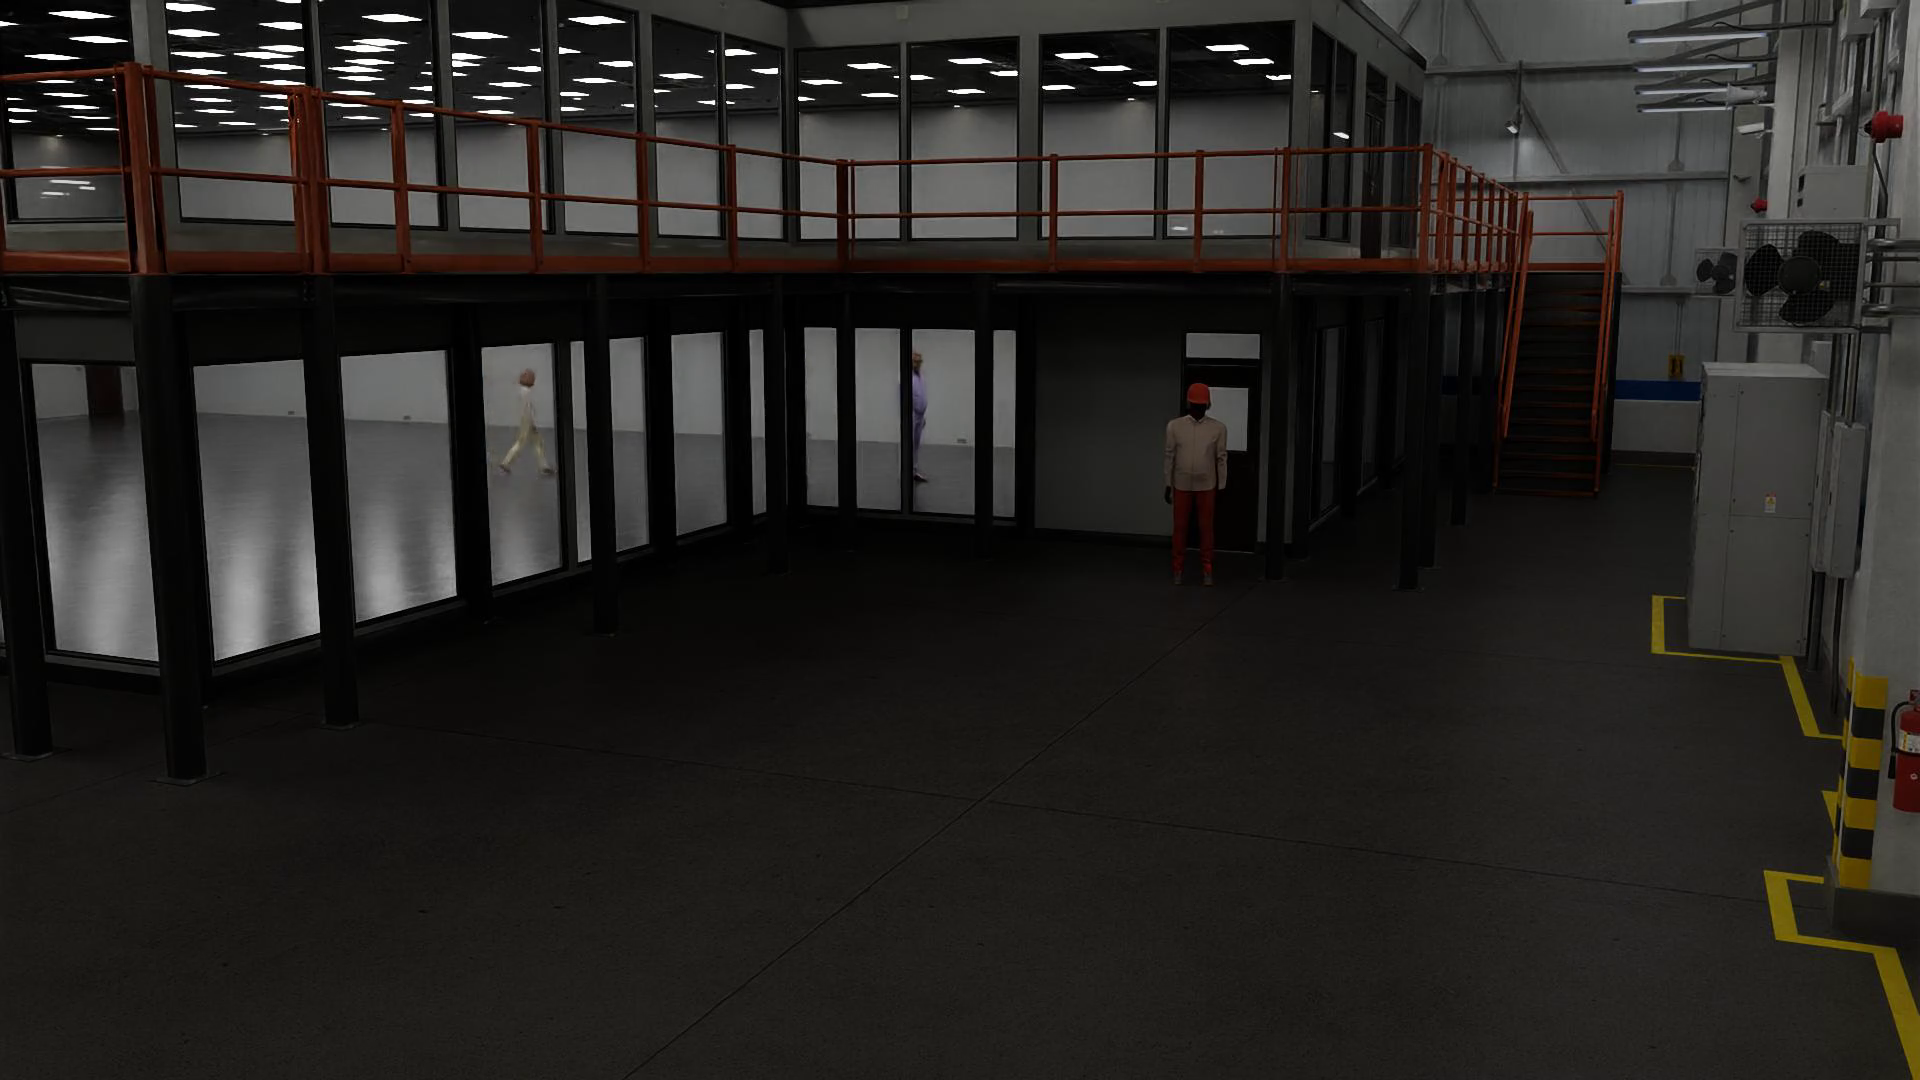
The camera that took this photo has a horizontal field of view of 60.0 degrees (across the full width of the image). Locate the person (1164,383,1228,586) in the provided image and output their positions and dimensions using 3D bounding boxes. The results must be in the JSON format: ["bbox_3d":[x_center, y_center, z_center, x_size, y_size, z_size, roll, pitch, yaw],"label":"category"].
[{"bbox_3d":[2.281,-0.534,16.122,0.612,1.986,0.406,1,9,8],"label":"person"}]
